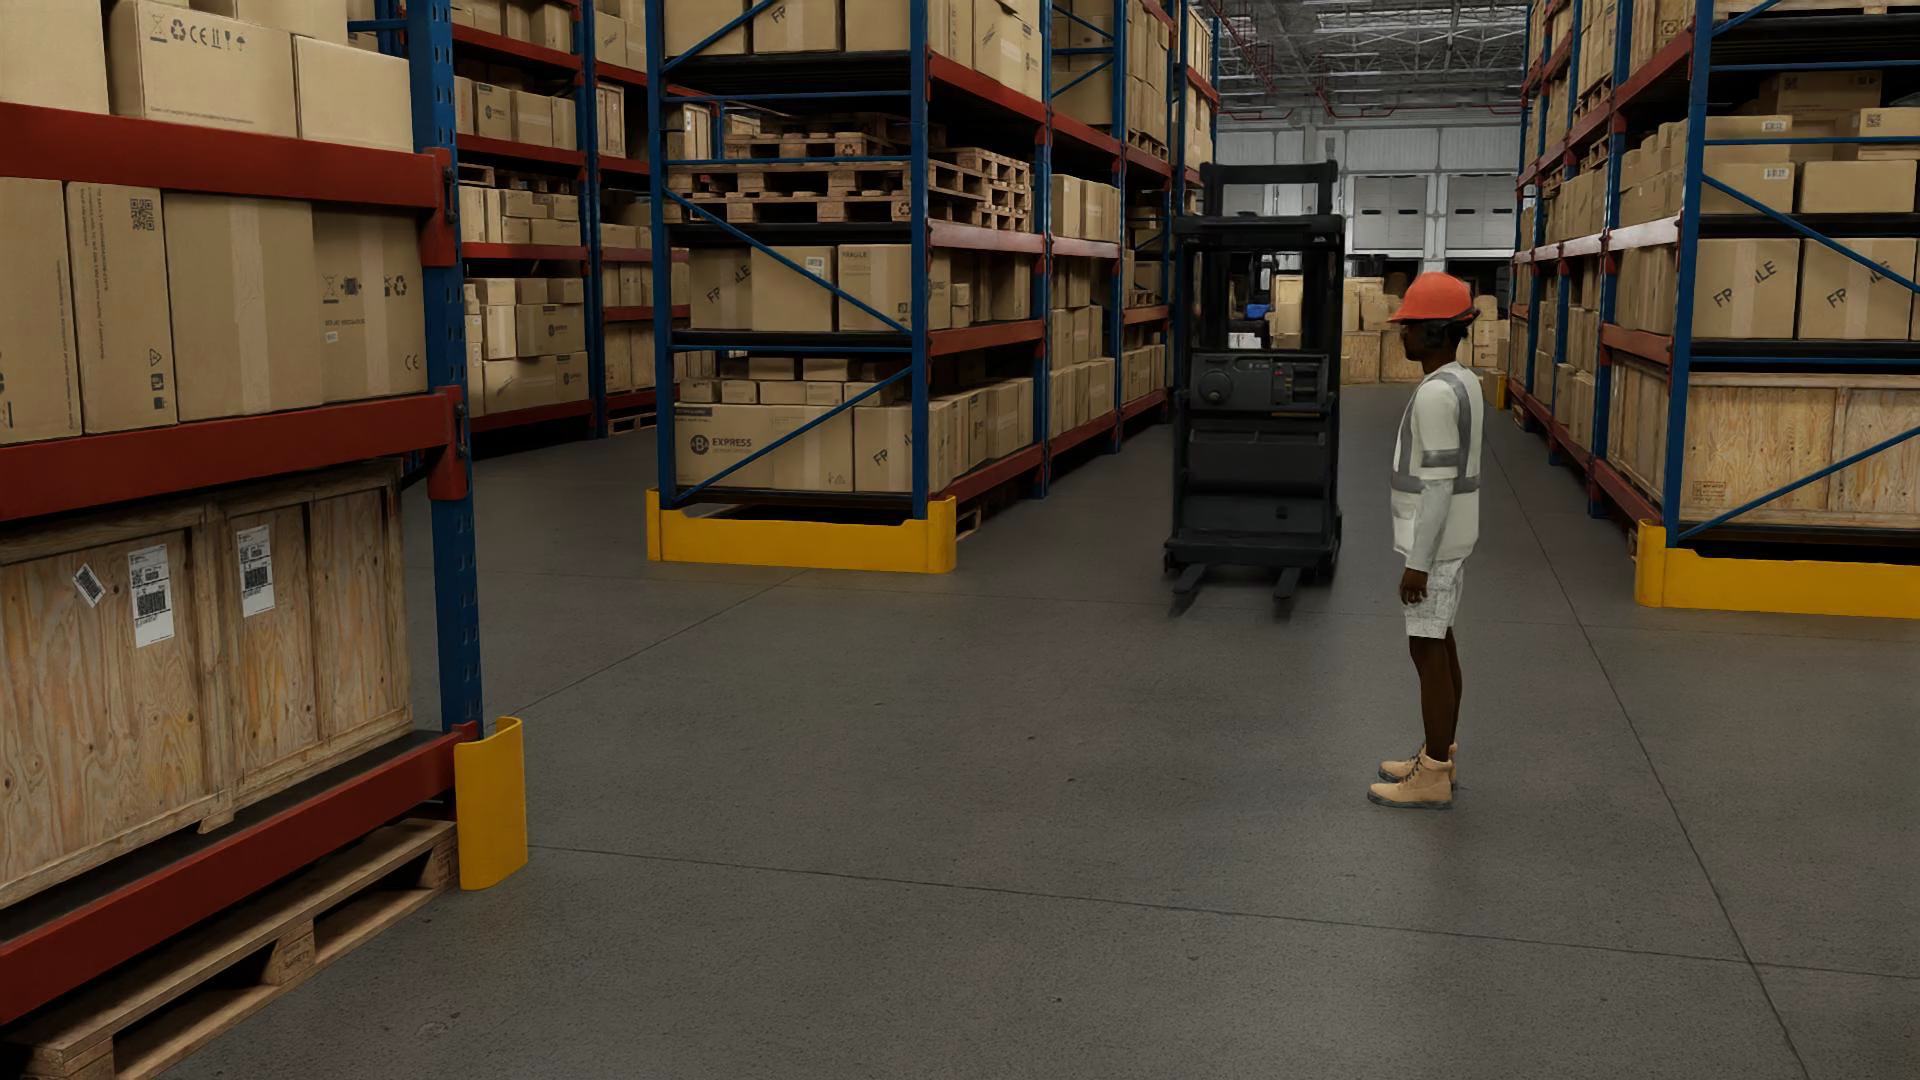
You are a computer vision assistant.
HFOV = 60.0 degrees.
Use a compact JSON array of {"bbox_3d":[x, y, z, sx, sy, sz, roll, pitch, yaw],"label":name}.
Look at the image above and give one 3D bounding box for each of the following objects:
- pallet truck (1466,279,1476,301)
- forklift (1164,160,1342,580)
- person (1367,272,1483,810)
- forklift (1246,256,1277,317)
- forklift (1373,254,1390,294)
[{"bbox_3d":[18.896,-8.459,60.307,1.885,1.965,0.823,5,10,31],"label":"pallet truck"},{"bbox_3d":[2.151,-1.258,11.763,1.129,2.768,1.873,2,9,15],"label":"forklift"},{"bbox_3d":[1.786,0.008,6.372,0.373,2.043,0.615,4,10,23],"label":"person"},{"bbox_3d":[11.003,-8.927,60.490,1.129,2.768,1.873,2,9,15],"label":"forklift"},{"bbox_3d":[13.862,-8.056,54.952,1.873,2.768,1.129,4,10,22],"label":"forklift"}]
